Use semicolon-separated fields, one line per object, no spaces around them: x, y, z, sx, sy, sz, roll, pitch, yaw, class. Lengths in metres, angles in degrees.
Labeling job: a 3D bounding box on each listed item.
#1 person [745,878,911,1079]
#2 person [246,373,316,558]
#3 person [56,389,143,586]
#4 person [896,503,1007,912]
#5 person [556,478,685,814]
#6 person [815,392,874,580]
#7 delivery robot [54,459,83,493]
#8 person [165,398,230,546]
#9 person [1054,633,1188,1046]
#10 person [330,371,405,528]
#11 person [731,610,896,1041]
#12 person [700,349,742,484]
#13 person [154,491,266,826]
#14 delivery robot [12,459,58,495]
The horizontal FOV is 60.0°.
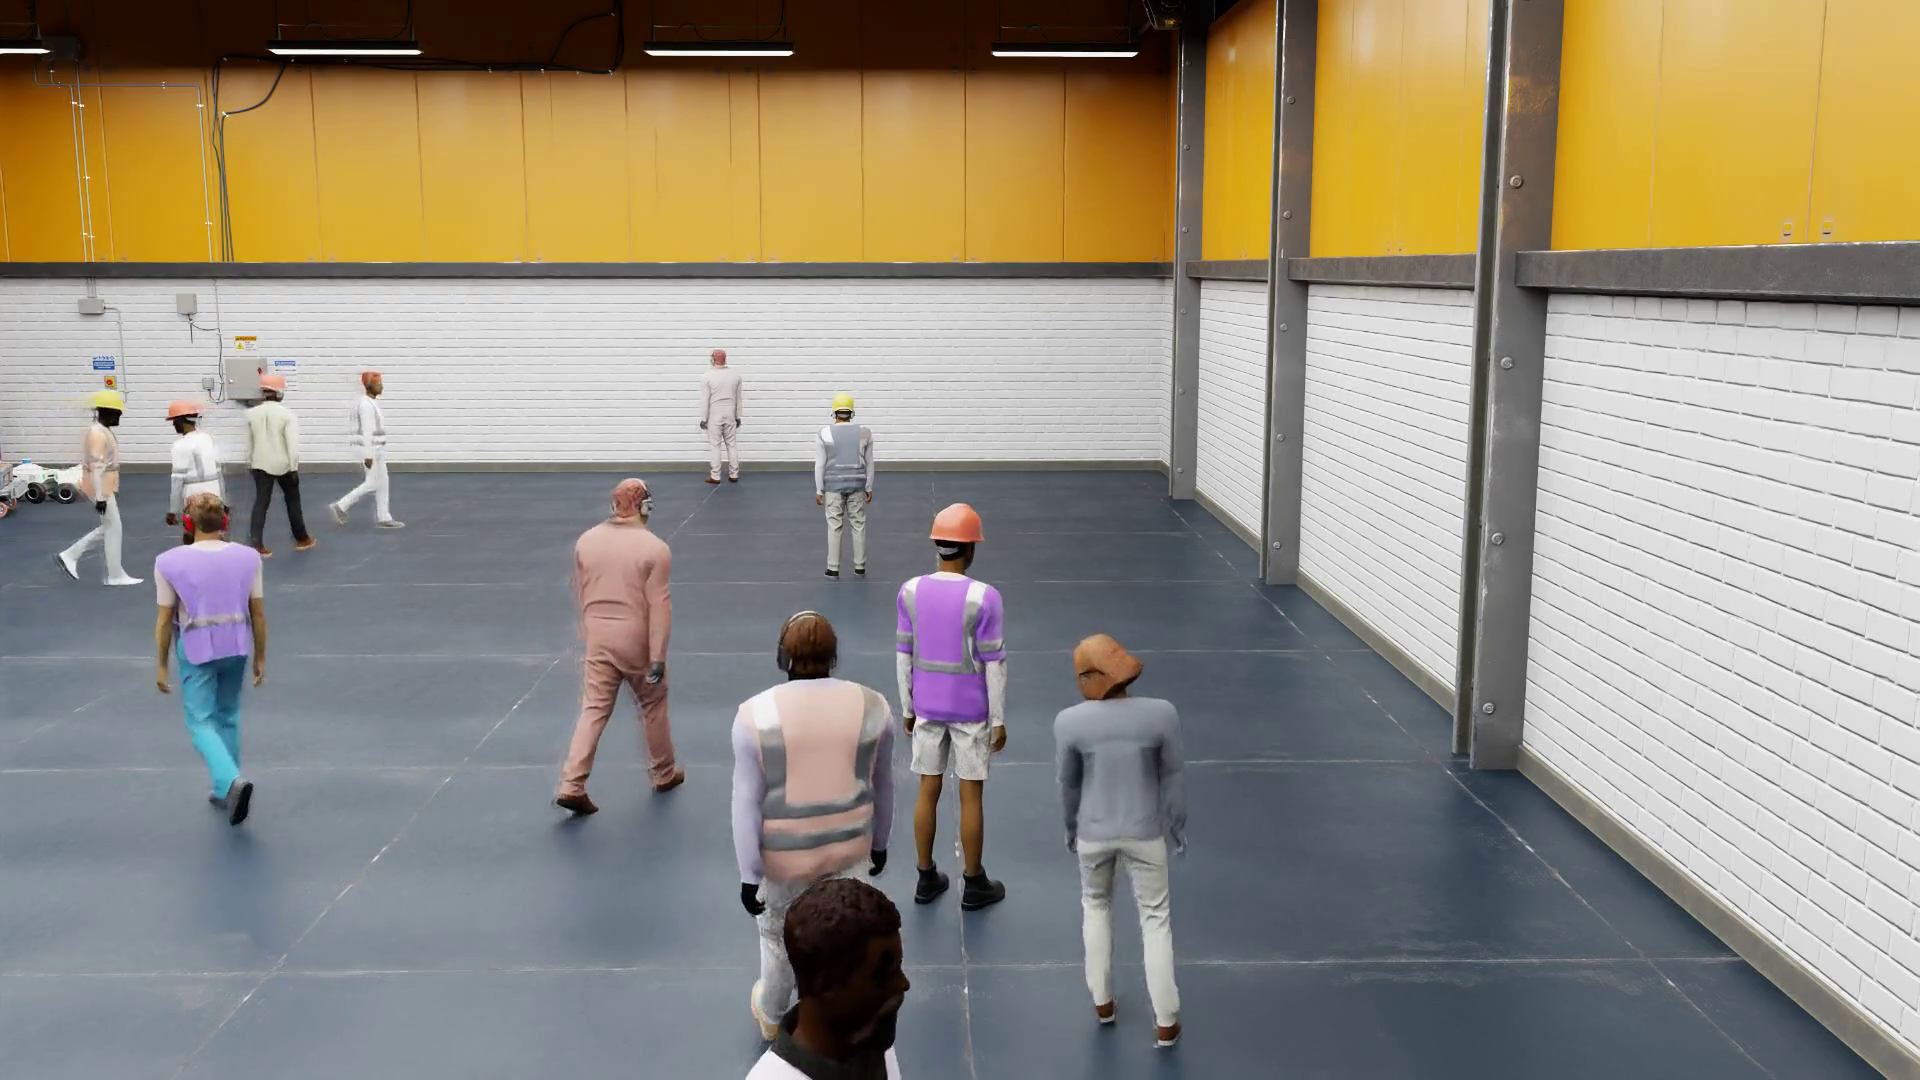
-0.227;1.568;3.213;0.589;1.908;0.615;3;10;16;person
-7.259;-0.794;17.612;0.631;1.945;1.010;1;9;9;person
-8.248;-0.487;15.847;0.663;1.901;0.594;-4;10;-22;person
-0.022;0.788;7.915;0.551;1.932;0.378;4;10;25;person
-1.915;0.594;9.356;0.646;1.863;0.938;3;10;20;person
-1.134;-0.525;16.282;0.597;1.832;0.404;-3;10;-17;person
-11.416;-0.822;21.721;0.707;0.478;0.477;-4;10;-24;delivery robot
-6.868;-0.350;15.112;0.993;1.886;0.545;0;9;1;person
0.634;1.169;6.572;0.530;1.609;0.459;1;9;6;person
-6.907;-1.026;19.300;0.721;1.859;0.580;-2;9;-12;person
-0.553;1.139;6.208;0.644;1.786;0.972;-3;10;-19;person
-3.402;-1.752;23.578;0.652;1.906;0.403;-7;11;-35;person
-4.062;0.647;9.111;0.744;1.826;0.572;9;13;43;person
-12.162;-0.819;21.701;0.707;0.478;0.477;1;9;8;delivery robot
